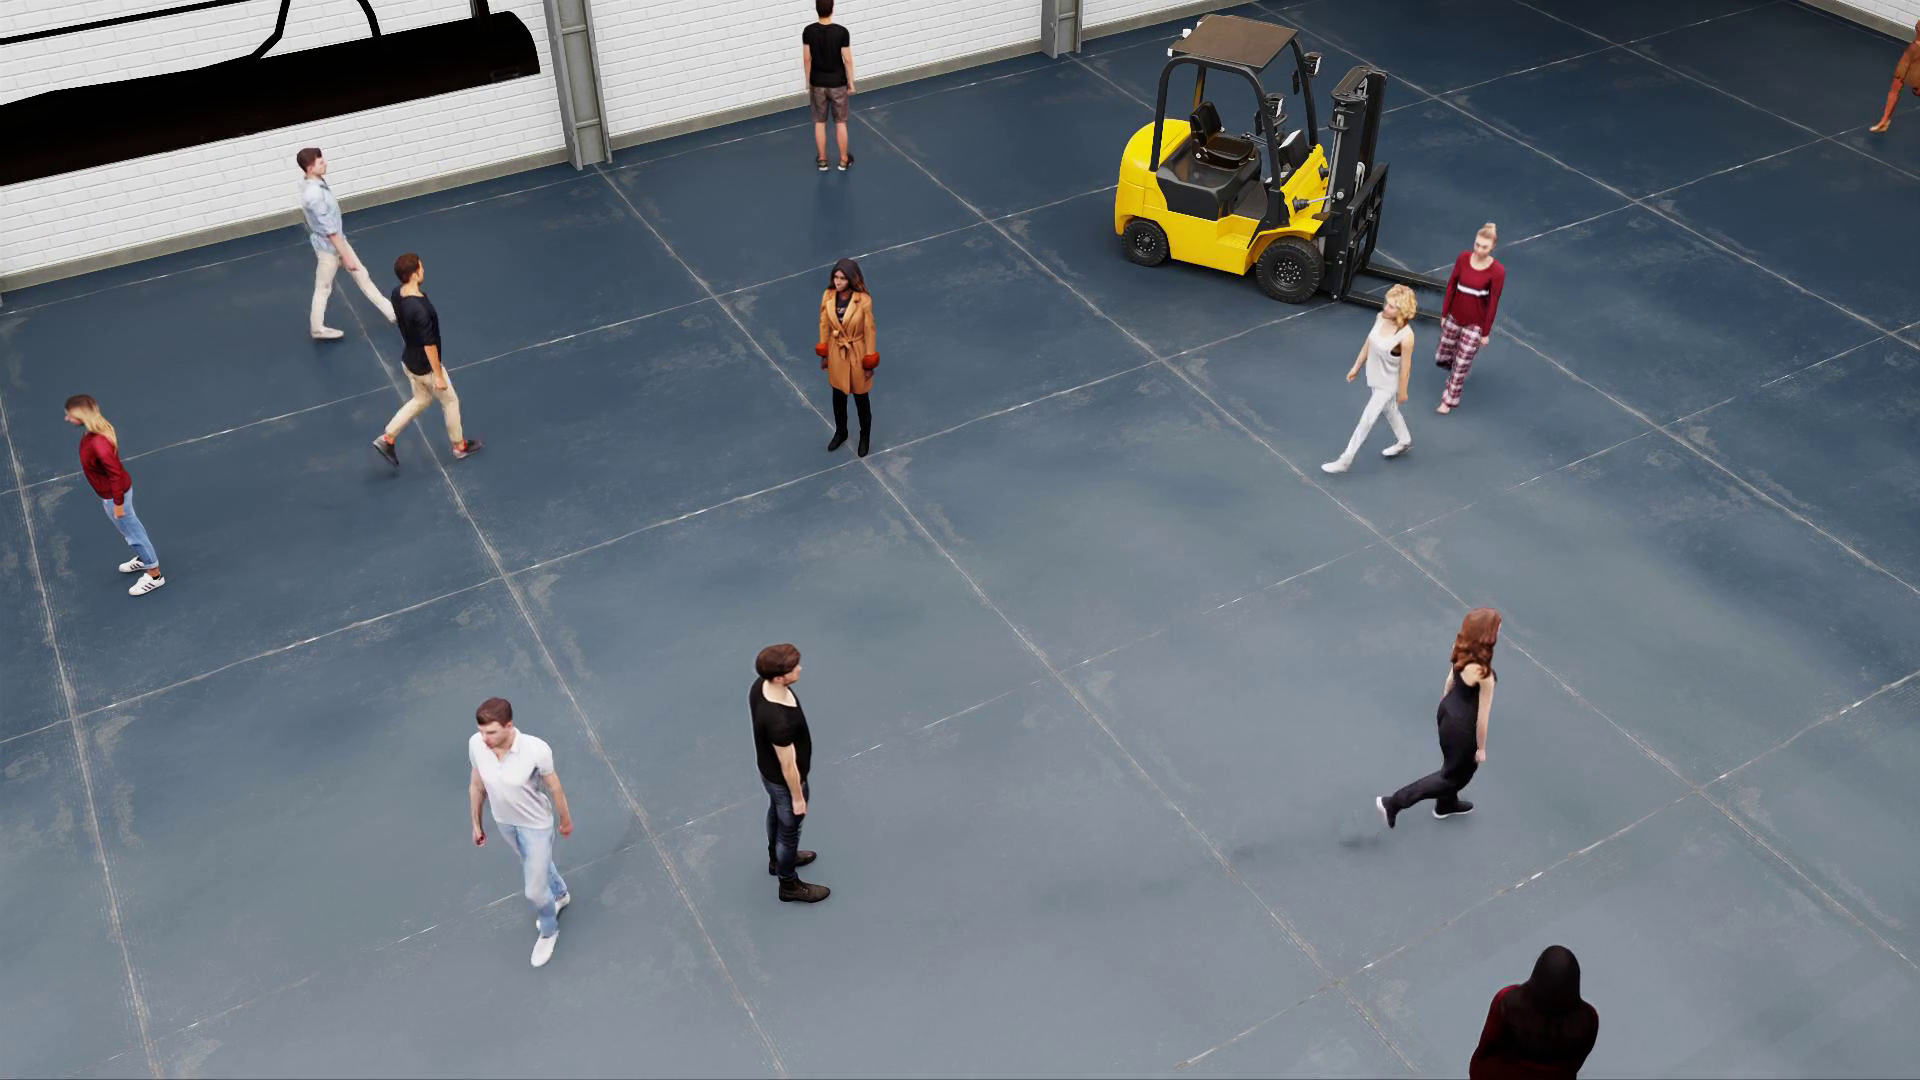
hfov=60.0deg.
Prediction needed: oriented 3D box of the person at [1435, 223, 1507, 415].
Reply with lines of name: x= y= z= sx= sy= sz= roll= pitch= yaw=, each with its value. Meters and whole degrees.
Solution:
person: x=4.215 y=-1.834 z=13.711 sx=0.755 sy=1.688 sz=0.818 roll=26 pitch=45 yaw=29

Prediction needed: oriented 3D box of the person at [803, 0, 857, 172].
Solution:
person: x=-1.370 y=-4.728 z=17.196 sx=0.702 sy=1.861 sz=0.825 roll=1 pitch=39 yaw=1

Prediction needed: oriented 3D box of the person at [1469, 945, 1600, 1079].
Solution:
person: x=2.753 y=2.603 z=8.103 sx=0.751 sy=1.752 sz=0.823 roll=7 pitch=39 yaw=9

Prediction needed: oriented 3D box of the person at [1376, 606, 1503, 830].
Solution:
person: x=2.917 y=1.124 z=9.974 sx=1.028 sy=1.729 sz=0.791 roll=-7 pitch=39 yaw=-8

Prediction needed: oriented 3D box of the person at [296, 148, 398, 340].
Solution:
person: x=-5.581 y=-2.523 z=14.483 sx=1.252 sy=1.799 sz=0.858 roll=-11 pitch=40 yaw=-13

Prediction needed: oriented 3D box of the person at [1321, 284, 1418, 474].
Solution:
person: x=3.403 y=-1.272 z=13.055 sx=1.152 sy=1.628 sz=0.780 roll=-10 pitch=40 yaw=-12

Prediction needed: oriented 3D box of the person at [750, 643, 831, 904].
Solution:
person: x=-1.019 y=1.329 z=9.584 sx=0.639 sy=1.896 sz=0.734 roll=-11 pitch=40 yaw=-14

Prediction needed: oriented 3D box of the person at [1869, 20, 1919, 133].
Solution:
person: x=10.407 y=-5.147 z=17.883 sx=1.089 sy=1.659 sz=0.806 roll=-6 pitch=39 yaw=-7

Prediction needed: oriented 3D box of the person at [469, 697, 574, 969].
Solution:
person: x=-2.415 y=1.519 z=9.400 sx=0.891 sy=1.829 sz=0.956 roll=12 pitch=40 yaw=15

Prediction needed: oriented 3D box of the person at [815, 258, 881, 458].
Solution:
person: x=-0.886 y=-1.444 z=13.196 sx=0.782 sy=1.720 sz=0.821 roll=13 pitch=40 yaw=16

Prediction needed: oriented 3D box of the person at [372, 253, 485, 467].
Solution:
person: x=-4.285 y=-1.335 z=12.978 sx=1.122 sy=1.822 sz=0.834 roll=-26 pitch=45 yaw=-29

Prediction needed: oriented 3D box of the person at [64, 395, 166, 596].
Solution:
person: x=-6.052 y=-0.356 z=11.900 sx=0.523 sy=1.637 sz=0.595 roll=-21 pitch=43 yaw=-24
